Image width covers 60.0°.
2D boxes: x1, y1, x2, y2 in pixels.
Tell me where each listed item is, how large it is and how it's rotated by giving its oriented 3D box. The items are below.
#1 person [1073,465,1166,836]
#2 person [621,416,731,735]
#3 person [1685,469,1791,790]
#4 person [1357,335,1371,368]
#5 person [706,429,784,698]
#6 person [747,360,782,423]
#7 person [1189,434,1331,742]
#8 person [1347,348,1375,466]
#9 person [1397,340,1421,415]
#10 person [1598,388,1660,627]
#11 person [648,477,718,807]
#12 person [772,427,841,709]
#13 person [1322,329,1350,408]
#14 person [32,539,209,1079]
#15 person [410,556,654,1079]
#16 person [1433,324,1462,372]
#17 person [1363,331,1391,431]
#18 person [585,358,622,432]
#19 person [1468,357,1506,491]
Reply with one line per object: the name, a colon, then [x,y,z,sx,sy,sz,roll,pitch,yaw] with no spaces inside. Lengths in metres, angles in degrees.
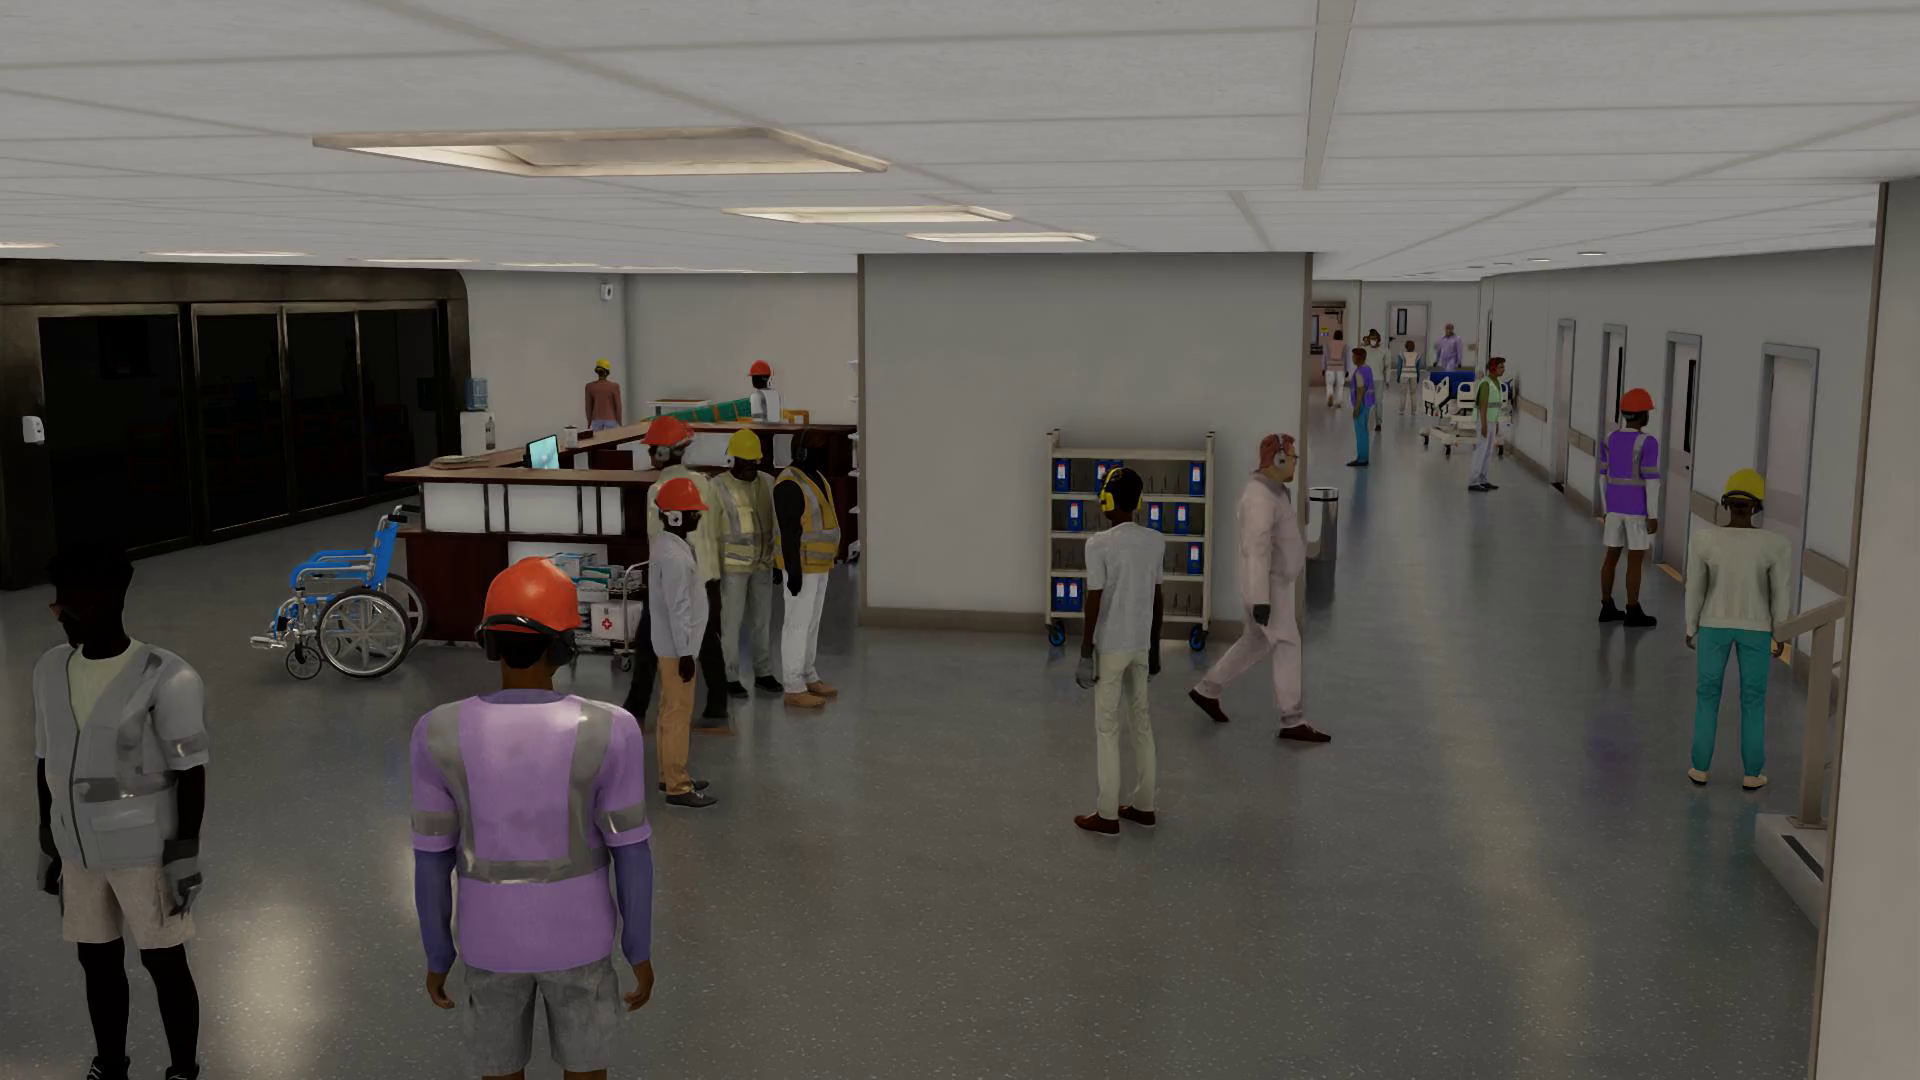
person: [0.807,0.557,8.391,0.511,1.861,0.324,-6,10,-35]
person: [-1.815,0.220,10.247,0.925,1.960,0.608,4,10,26]
person: [4.257,0.490,9.138,0.525,1.769,0.312,4,10,27]
person: [9.755,-4.086,39.917,0.307,1.643,0.514,-8,12,-42]
person: [-1.448,0.156,11.199,0.601,1.818,0.403,-8,11,-41]
person: [-2.285,-1.119,19.329,0.578,1.918,0.555,6,10,33]
person: [1.841,0.278,10.221,0.878,1.873,0.686,3,9,17]
person: [6.247,-2.065,25.843,0.373,1.840,0.570,4,10,26]
person: [9.829,-3.553,36.422,0.509,1.629,0.315,0,9,-1]
person: [5.475,-0.257,13.571,0.370,1.938,0.554,-5,10,-28]
person: [-1.482,0.538,8.860,0.328,1.752,0.563,-2,9,-16]
person: [-1.003,0.175,10.987,0.429,1.839,0.633,2,9,12]
person: [8.679,-3.944,38.379,0.643,1.822,0.652,2,9,14]
person: [-2.694,0.967,5.318,0.611,1.962,0.362,2,9,13]
person: [-1.124,1.058,4.452,0.614,2.041,0.393,0,9,-3]
person: [12.136,-4.452,41.577,0.906,1.869,0.658,-5,10,-29]
person: [8.037,-3.089,32.320,0.635,1.937,0.354,4,9,24]
person: [-5.048,-1.691,23.612,0.523,1.769,0.313,0,9,2]
person: [7.200,-1.581,22.696,0.404,1.832,0.578,7,11,37]
